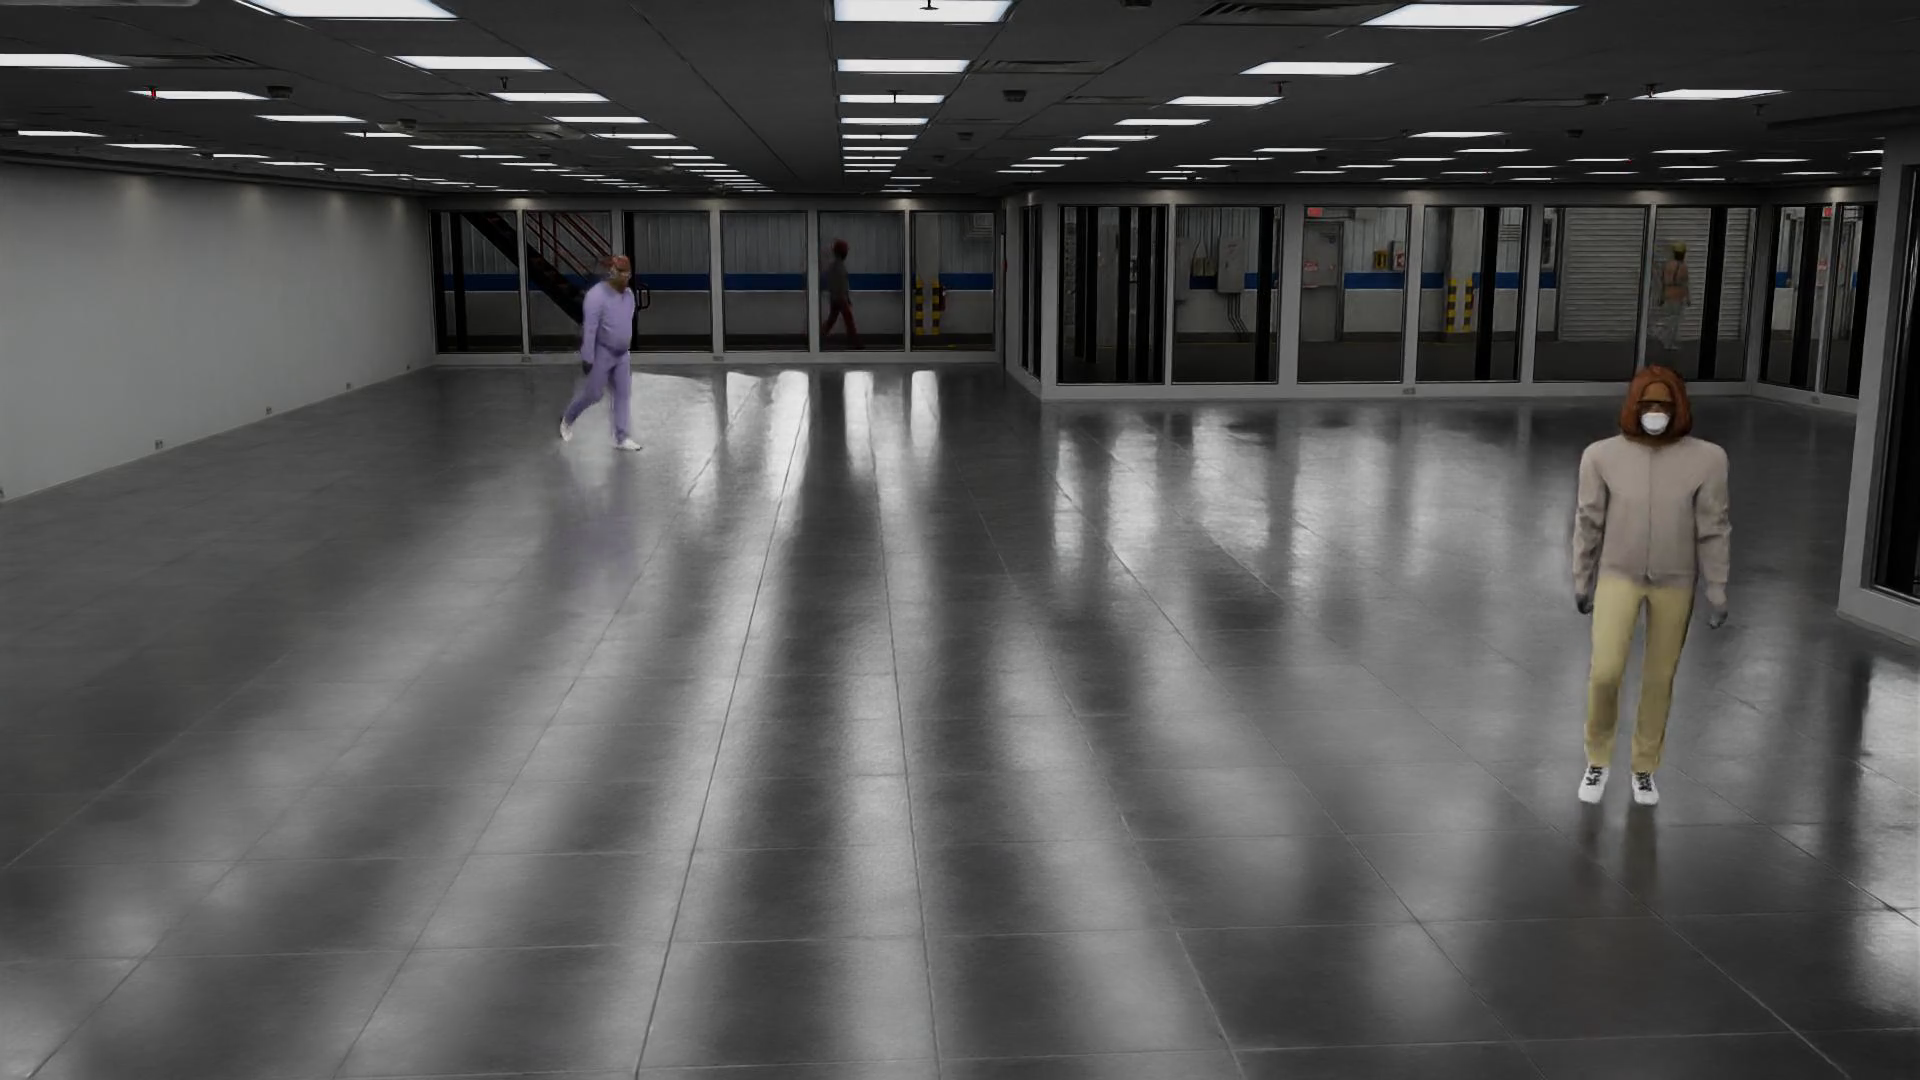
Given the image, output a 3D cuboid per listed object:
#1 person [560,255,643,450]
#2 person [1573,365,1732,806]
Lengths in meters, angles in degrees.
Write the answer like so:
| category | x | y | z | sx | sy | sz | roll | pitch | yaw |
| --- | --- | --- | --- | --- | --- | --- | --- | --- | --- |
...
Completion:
| category | x | y | z | sx | sy | sz | roll | pitch | yaw |
| --- | --- | --- | --- | --- | --- | --- | --- | --- | --- |
| person | -3.449 | -1.794 | 15.969 | 0.786 | 1.872 | 0.665 | 6 | 12 | 30 |
| person | 2.478 | 0.184 | 5.986 | 0.517 | 1.618 | 0.463 | 3 | 11 | 17 |
